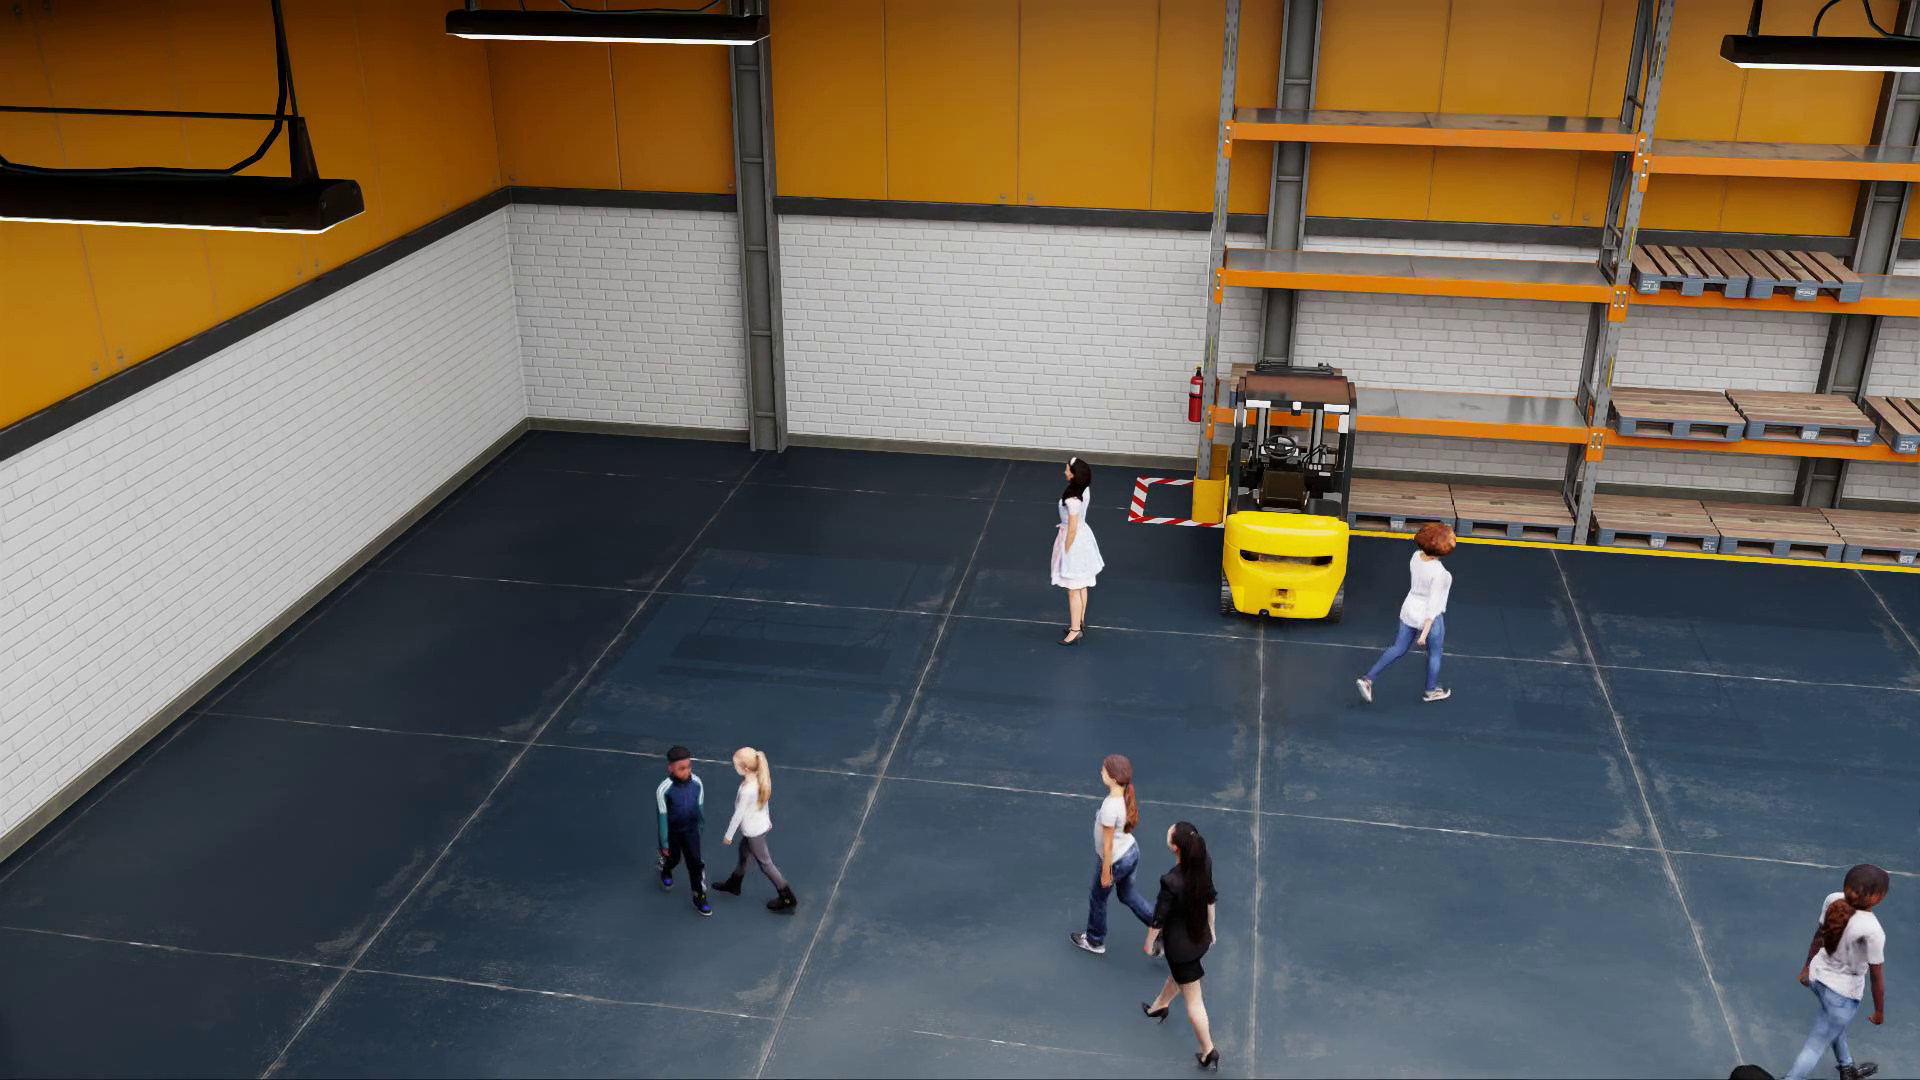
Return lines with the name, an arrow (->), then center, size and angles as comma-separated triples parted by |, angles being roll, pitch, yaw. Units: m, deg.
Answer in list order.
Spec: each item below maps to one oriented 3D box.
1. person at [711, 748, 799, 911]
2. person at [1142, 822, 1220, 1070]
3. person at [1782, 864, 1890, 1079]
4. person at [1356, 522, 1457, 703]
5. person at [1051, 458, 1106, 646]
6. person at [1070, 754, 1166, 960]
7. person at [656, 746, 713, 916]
person -> -1.369, 2.035, 11.570 | 0.876, 1.248, 0.483 | 4, 24, 9
person -> 1.437, 2.486, 10.016 | 0.918, 1.665, 1.023 | -19, 30, -37
person -> 5.000, 2.637, 9.646 | 1.116, 1.686, 0.825 | -4, 24, -9
person -> 3.841, 0.657, 14.191 | 1.187, 1.672, 1.012 | -11, 26, -23
person -> 1.058, 0.102, 15.278 | 0.751, 1.819, 0.726 | 7, 25, 16
person -> 1.102, 2.120, 11.001 | 1.038, 1.548, 0.765 | 13, 27, 27
person -> -1.978, 1.999, 11.655 | 0.821, 1.244, 0.841 | -13, 27, -27
